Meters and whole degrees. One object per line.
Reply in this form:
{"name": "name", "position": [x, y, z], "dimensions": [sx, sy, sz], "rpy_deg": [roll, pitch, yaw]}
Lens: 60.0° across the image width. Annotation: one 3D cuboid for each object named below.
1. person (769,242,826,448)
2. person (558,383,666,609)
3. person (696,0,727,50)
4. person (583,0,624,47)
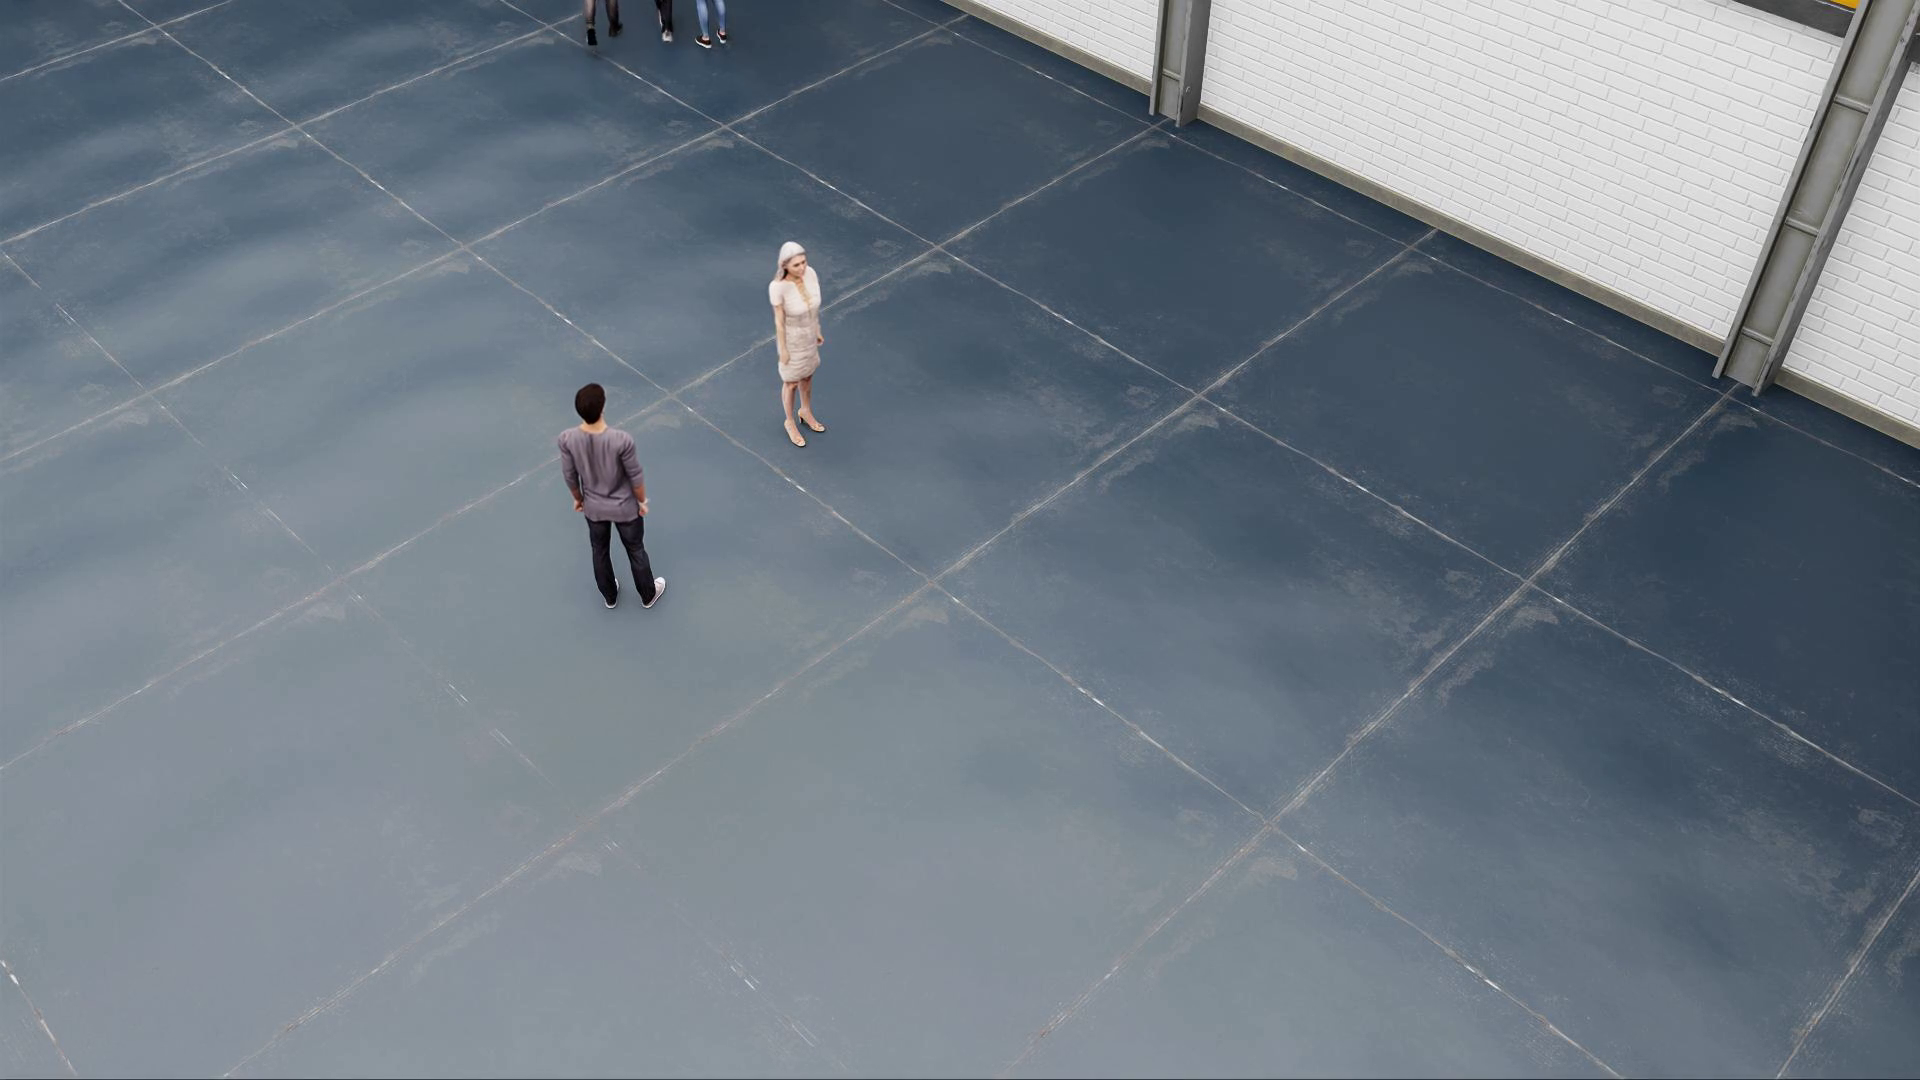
{"name": "person", "position": [-1.214, -1.481, 12.443], "dimensions": [0.554, 1.735, 0.599], "rpy_deg": [32, 52, 29]}
{"name": "person", "position": [-2.336, -0.269, 11.086], "dimensions": [0.714, 1.852, 0.797], "rpy_deg": [3, 44, 4]}
{"name": "person", "position": [-2.631, -5.908, 17.127], "dimensions": [0.681, 1.684, 0.632], "rpy_deg": [-23, 48, -22]}
{"name": "person", "position": [-3.795, -5.933, 17.156], "dimensions": [0.997, 1.698, 1.018], "rpy_deg": [4, 44, 4]}
